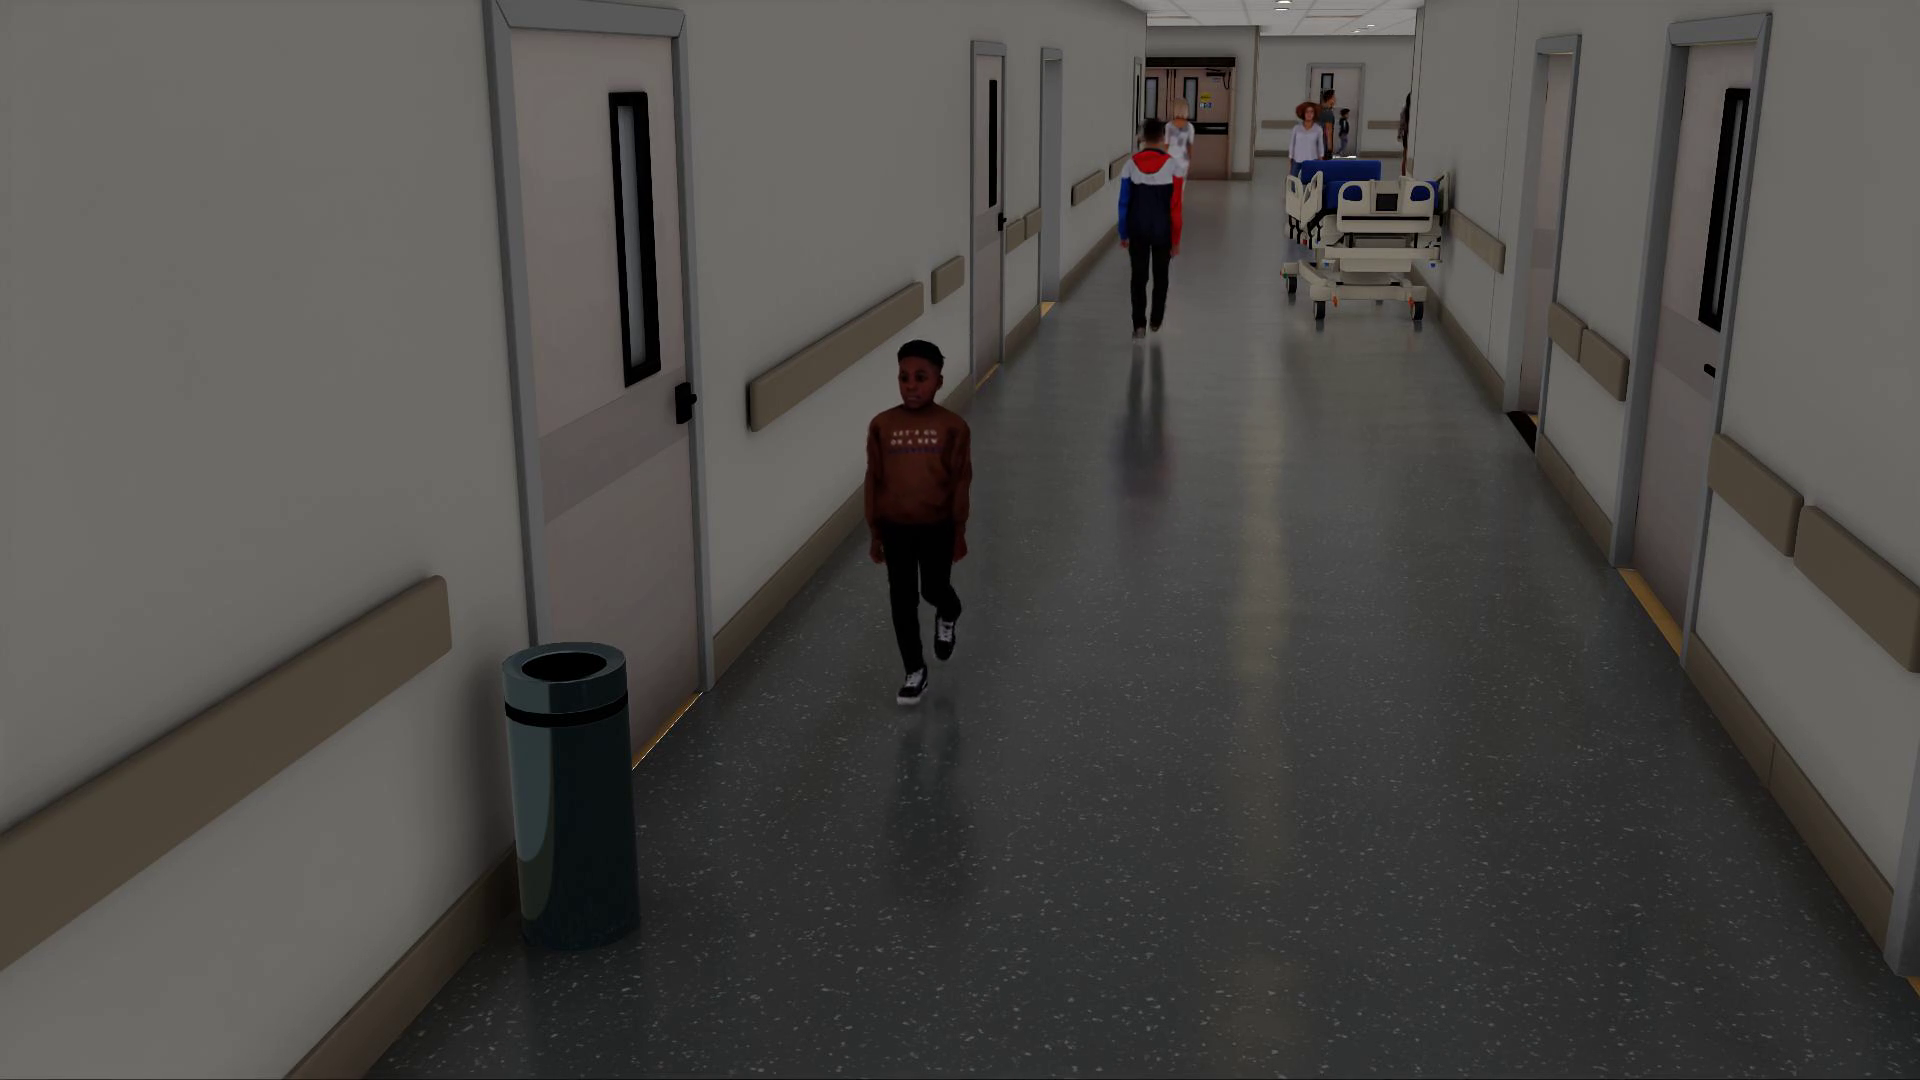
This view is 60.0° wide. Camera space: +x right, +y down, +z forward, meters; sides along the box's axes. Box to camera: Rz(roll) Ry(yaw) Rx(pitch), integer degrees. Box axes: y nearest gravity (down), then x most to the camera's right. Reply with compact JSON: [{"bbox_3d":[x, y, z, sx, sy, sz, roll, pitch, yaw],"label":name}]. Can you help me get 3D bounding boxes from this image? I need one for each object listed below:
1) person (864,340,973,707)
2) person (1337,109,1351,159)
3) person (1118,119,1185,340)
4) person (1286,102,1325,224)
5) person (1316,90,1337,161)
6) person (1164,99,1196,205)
[{"bbox_3d":[-0.130,-0.074,5.768,0.668,1.244,0.586,3,16,11],"label":"person"},{"bbox_3d":[9.568,-10.183,41.669,0.538,1.219,0.556,5,17,18],"label":"person"},{"bbox_3d":[1.498,-2.412,13.196,1.111,1.712,0.764,2,16,6],"label":"person"},{"bbox_3d":[4.948,-5.386,23.756,0.708,1.707,0.789,6,17,20],"label":"person"},{"bbox_3d":[6.266,-6.897,28.947,0.799,1.799,0.753,-1,16,-3],"label":"person"},{"bbox_3d":[3.043,-5.262,23.260,0.549,1.738,0.657,2,16,7],"label":"person"}]
